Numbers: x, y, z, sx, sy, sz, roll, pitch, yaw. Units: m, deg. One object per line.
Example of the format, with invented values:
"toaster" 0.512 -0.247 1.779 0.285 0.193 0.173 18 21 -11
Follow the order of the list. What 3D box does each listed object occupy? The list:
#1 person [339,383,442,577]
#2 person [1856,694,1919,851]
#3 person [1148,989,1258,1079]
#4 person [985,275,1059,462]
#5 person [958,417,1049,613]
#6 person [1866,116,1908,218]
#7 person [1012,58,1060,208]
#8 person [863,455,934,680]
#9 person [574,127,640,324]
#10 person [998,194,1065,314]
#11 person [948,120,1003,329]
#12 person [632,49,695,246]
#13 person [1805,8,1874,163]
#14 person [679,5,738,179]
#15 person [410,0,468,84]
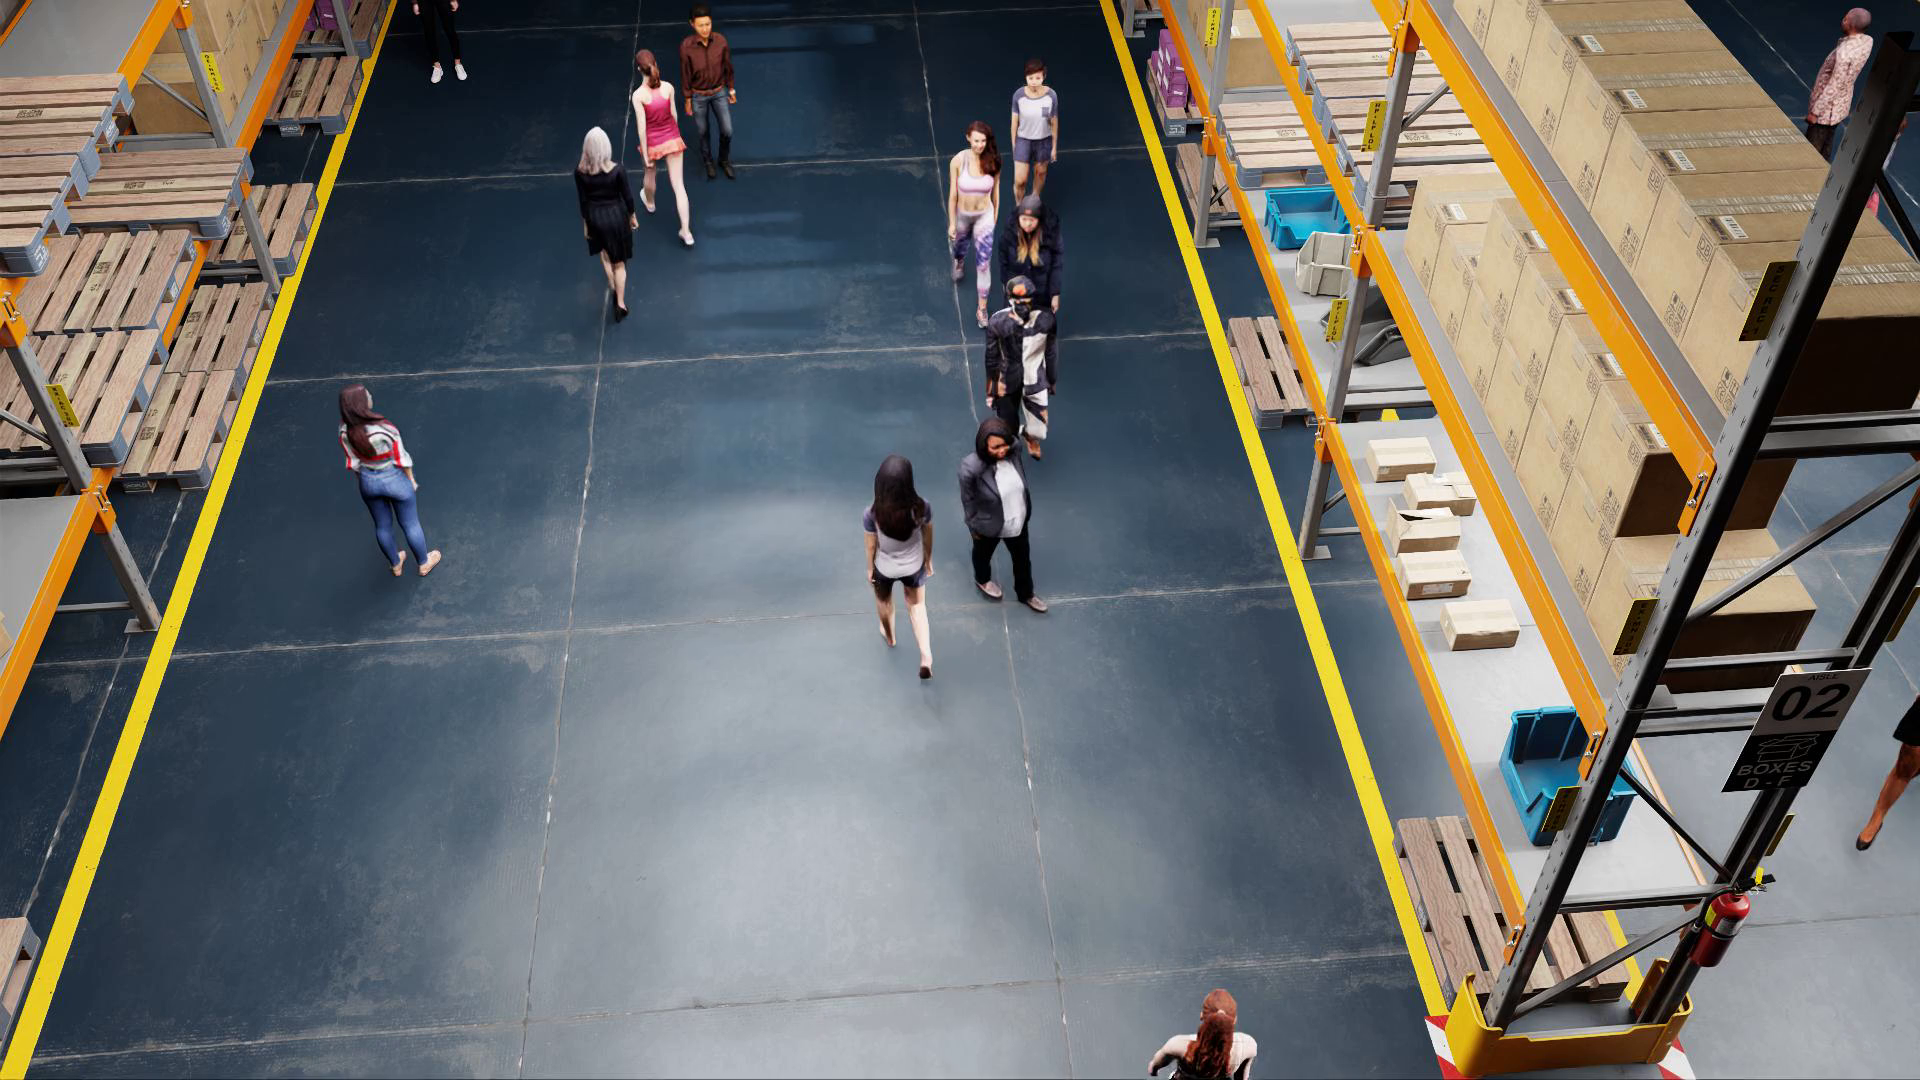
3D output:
"person" -3.929 -0.395 11.340 0.612 1.612 0.549 2 44 2
"person" 5.827 1.011 9.745 1.132 1.777 1.158 32 52 29
"person" 1.140 2.780 7.952 0.575 1.689 1.167 -3 44 -4
"person" 0.422 -1.166 11.956 0.677 1.880 0.784 -6 44 -6
"person" 0.195 -0.212 11.174 0.900 1.577 0.983 -31 51 -28
"person" 7.460 -2.914 13.985 0.793 1.611 1.158 -13 45 -14
"person" 0.660 -3.579 14.726 0.565 1.552 0.679 -2 44 -2
"person" -0.377 0.204 10.658 0.719 1.686 0.996 -12 45 -12
"person" -2.852 -2.495 13.457 0.630 1.733 0.642 -2 44 -2
"person" 0.566 -2.009 13.018 0.757 1.635 1.059 2 44 2
"person" 0.091 -2.651 13.615 0.605 1.741 1.109 -3 44 -3
"person" -2.548 -3.361 14.387 0.833 1.703 1.216 -18 46 -18
"person" 7.779 -3.881 14.858 0.781 1.807 0.817 -34 53 -31
"person" -2.304 -4.061 15.085 0.729 1.754 0.737 -14 45 -14
"person" -5.230 -5.395 16.522 0.618 1.704 0.524 -6 44 -7
